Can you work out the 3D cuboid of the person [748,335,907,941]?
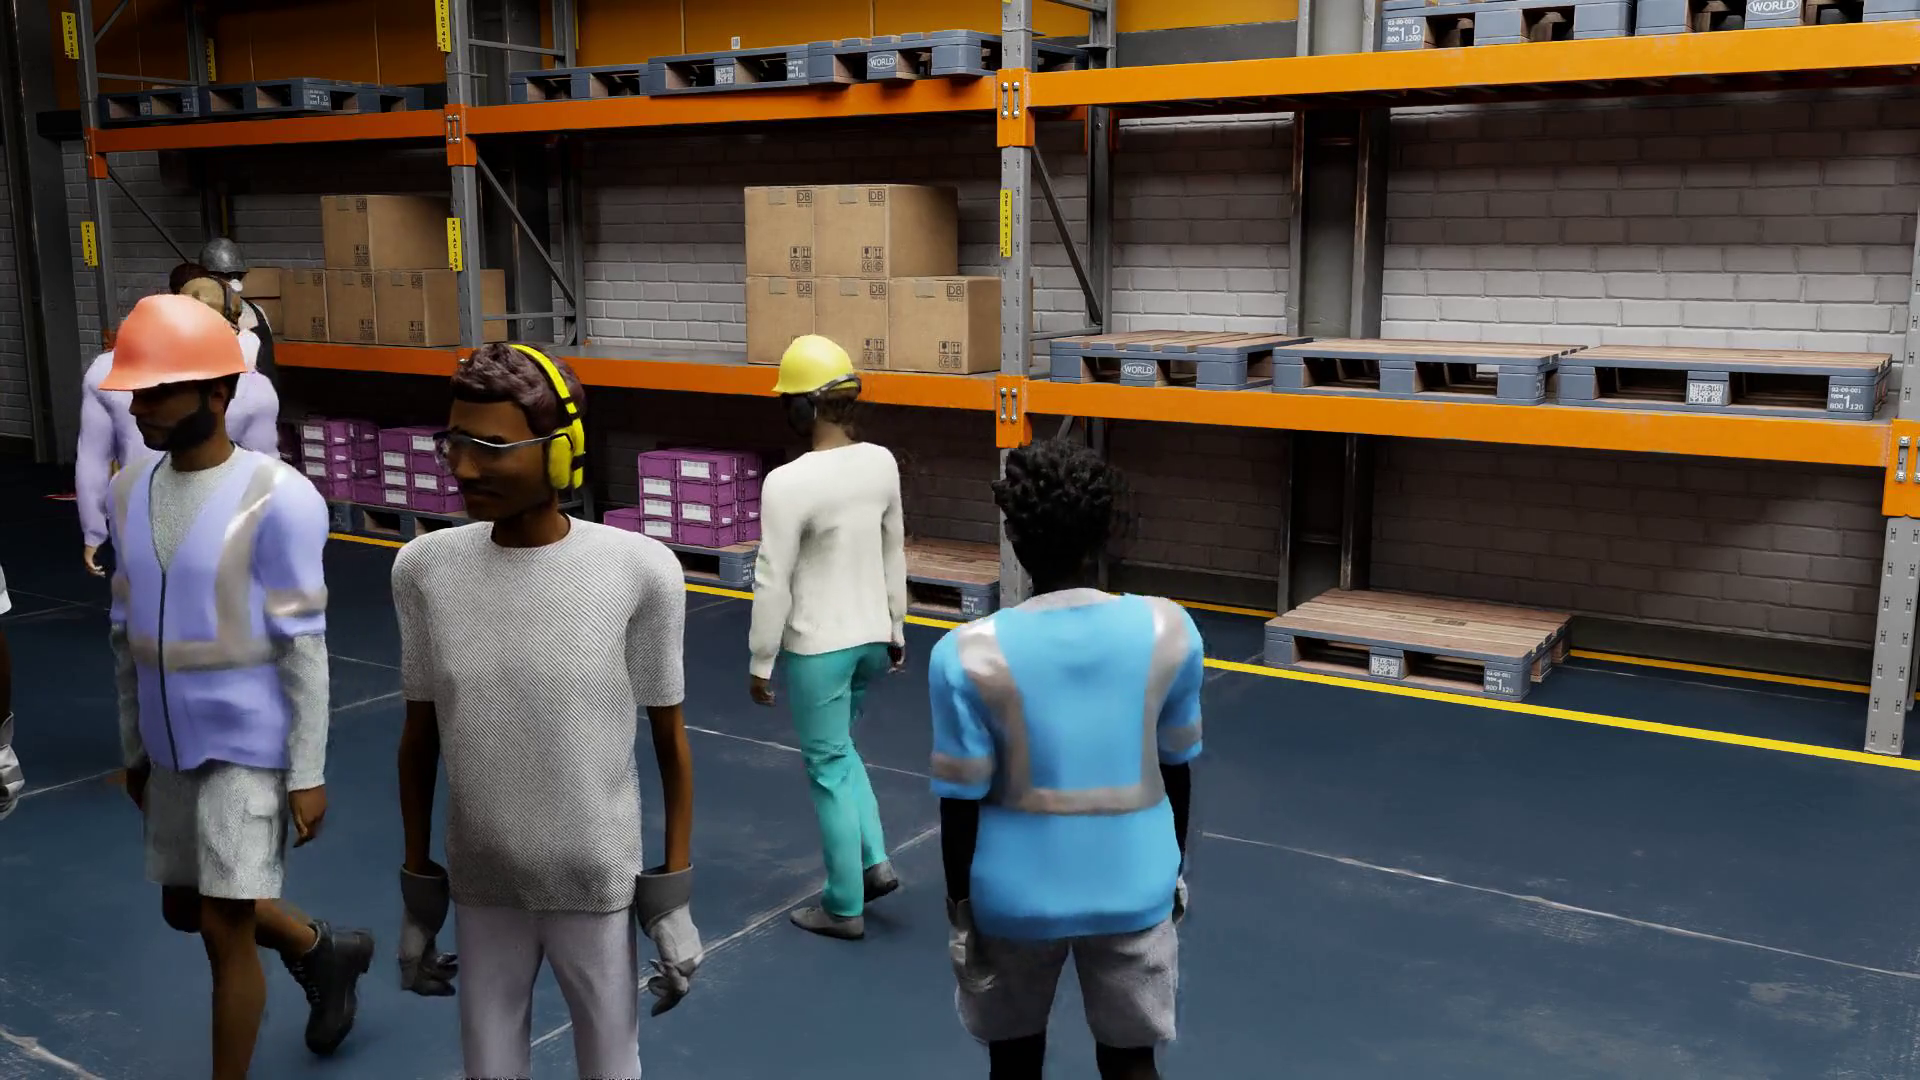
[{"bbox_3d":[-0.389,0.292,4.791,0.372,1.750,0.553,8,13,37],"label":"person"}]

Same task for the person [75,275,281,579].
[{"bbox_3d":[-2.759,0.016,5.967,0.705,1.897,0.411,-5,11,-24],"label":"person"}]

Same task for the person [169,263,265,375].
[{"bbox_3d":[-3.622,-0.368,8.026,0.587,1.914,0.391,-6,12,-32],"label":"person"}]

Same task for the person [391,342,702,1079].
[{"bbox_3d":[-0.691,0.603,2.779,0.518,1.865,0.323,1,10,3],"label":"person"}]

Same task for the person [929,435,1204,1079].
[{"bbox_3d":[0.212,0.657,2.975,0.532,1.676,0.644,-2,10,-11],"label":"person"}]

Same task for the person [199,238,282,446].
[{"bbox_3d":[-4.132,-0.698,9.500,0.535,2.000,0.686,5,11,25],"label":"person"}]

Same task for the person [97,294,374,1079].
[{"bbox_3d":[-1.594,0.419,3.667,0.560,1.915,0.809,4,11,21],"label":"person"}]
